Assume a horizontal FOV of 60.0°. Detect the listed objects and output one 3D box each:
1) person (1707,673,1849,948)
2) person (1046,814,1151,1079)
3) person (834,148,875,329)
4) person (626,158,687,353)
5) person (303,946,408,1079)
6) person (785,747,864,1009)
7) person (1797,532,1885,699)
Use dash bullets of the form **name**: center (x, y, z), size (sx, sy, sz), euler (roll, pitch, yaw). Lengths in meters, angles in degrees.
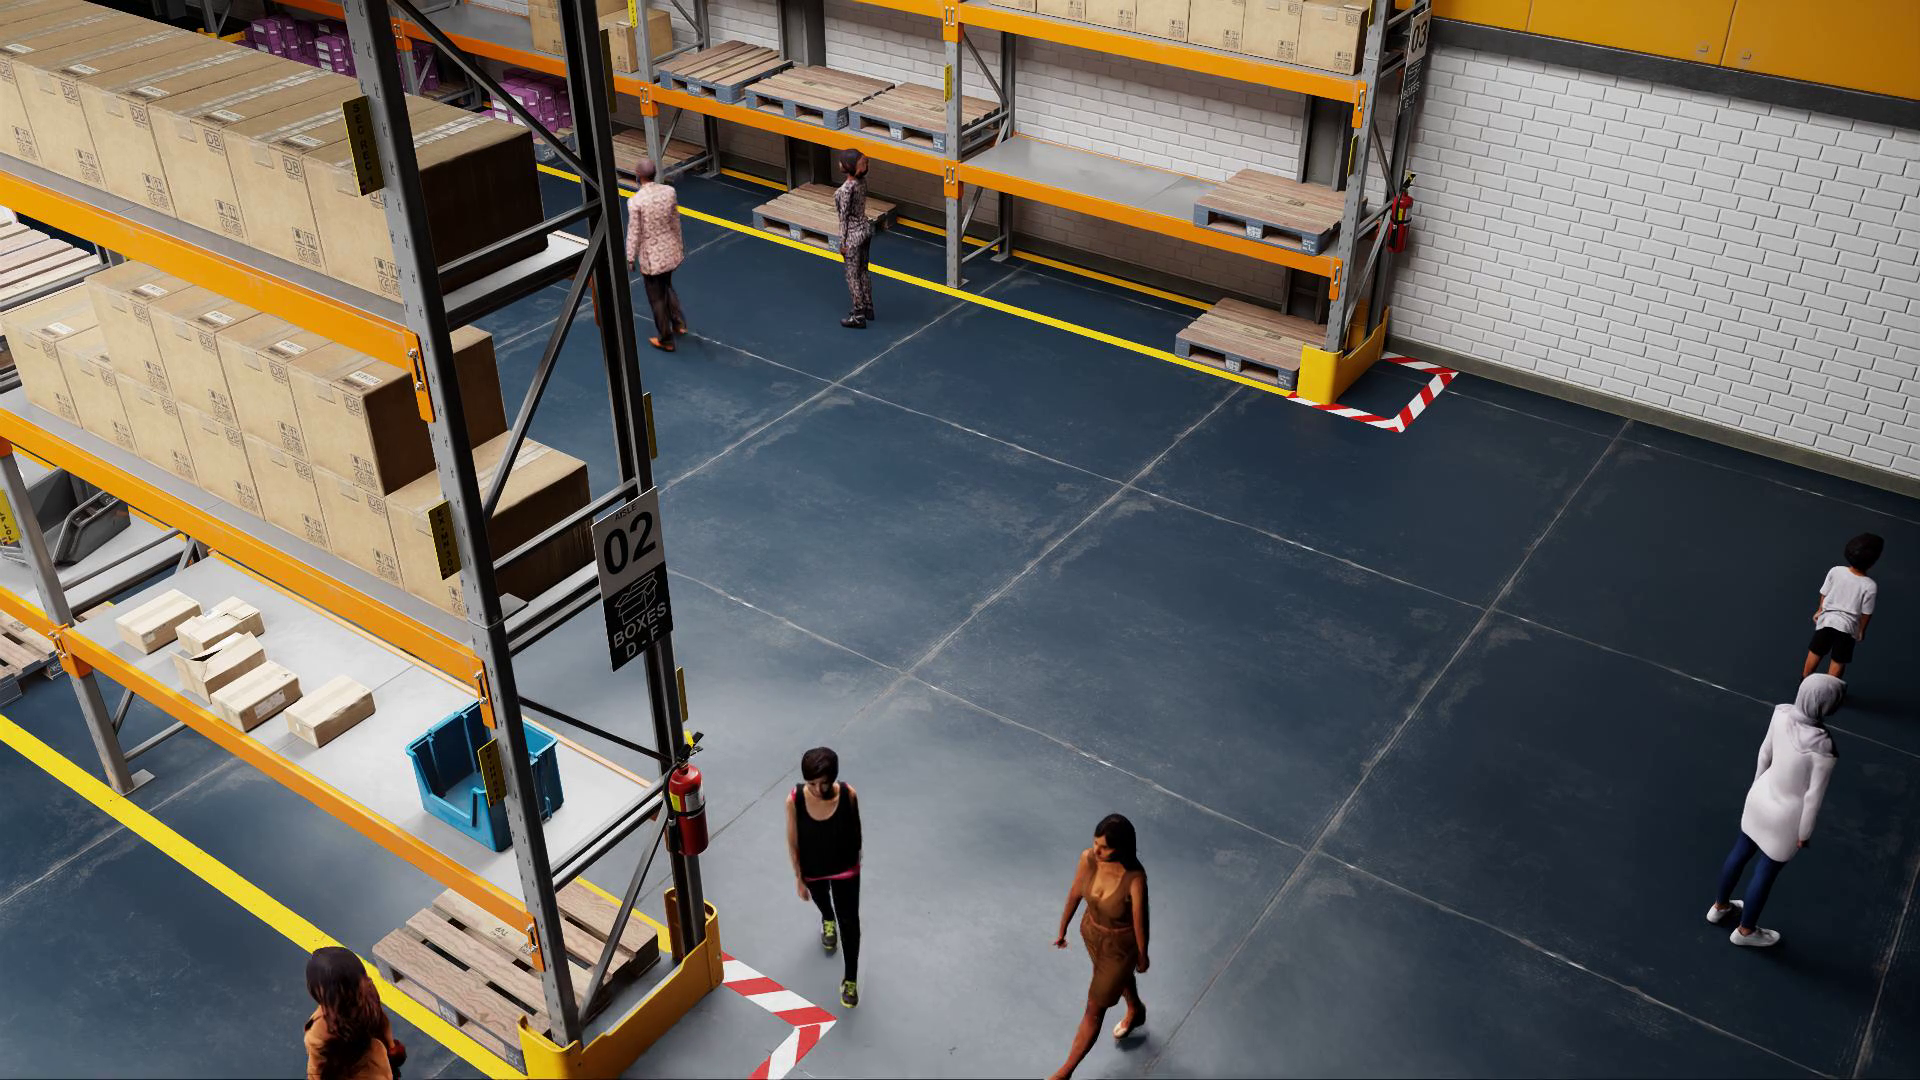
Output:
- **person**: center (4.398, 1.447, 8.943), size (0.750, 1.776, 0.681), euler (-8, 34, -11)
- **person**: center (0.805, 1.975, 8.265), size (0.829, 1.646, 1.053), euler (-26, 41, -33)
- **person**: center (-0.964, -2.800, 15.388), size (0.600, 1.715, 0.592), euler (15, 36, 21)
- **person**: center (-2.661, -2.514, 14.885), size (0.635, 1.795, 0.703), euler (26, 41, 33)
- **person**: center (-2.599, 2.497, 7.433), size (1.183, 1.698, 0.966), euler (7, 34, 10)
- **person**: center (-0.715, 1.649, 8.871), size (0.984, 1.519, 0.965), euler (-2, 34, -3)
- **person**: center (5.736, 0.507, 10.821), size (0.594, 1.262, 0.497), euler (-26, 41, -33)
